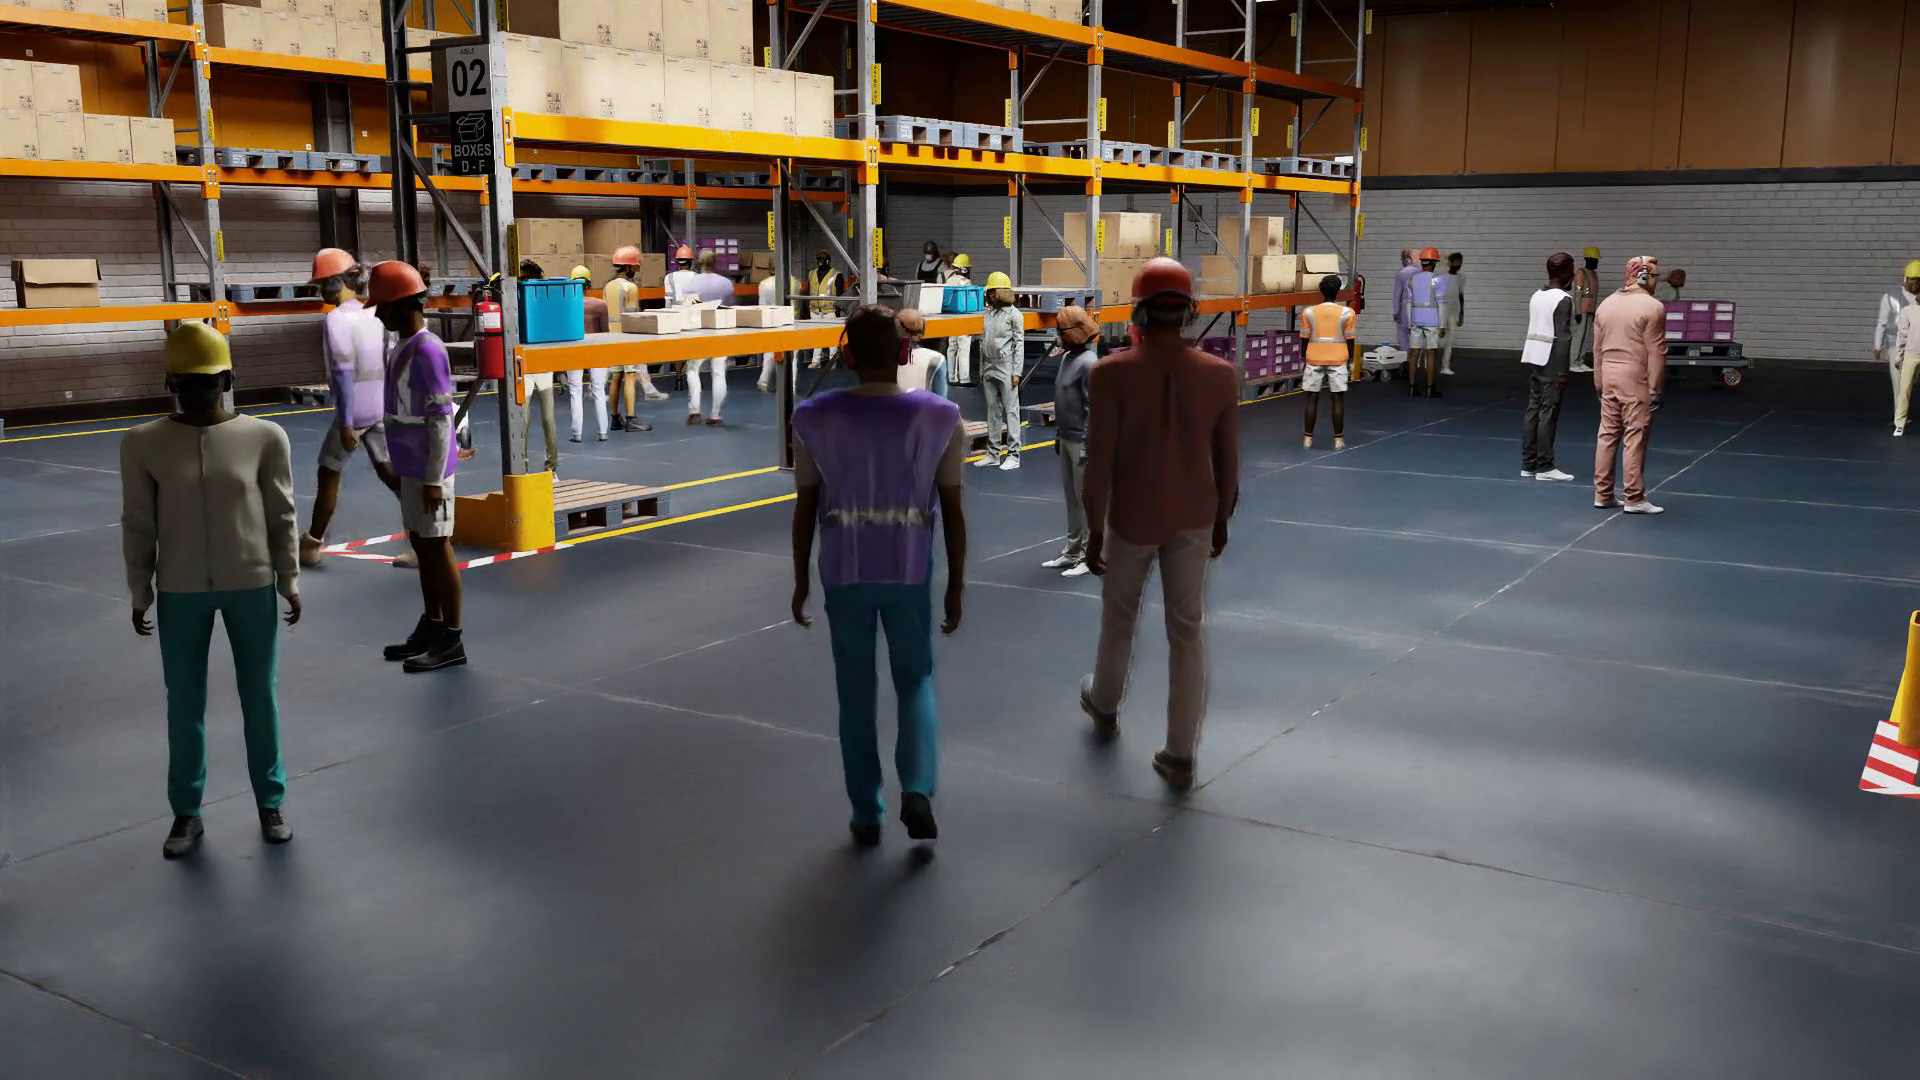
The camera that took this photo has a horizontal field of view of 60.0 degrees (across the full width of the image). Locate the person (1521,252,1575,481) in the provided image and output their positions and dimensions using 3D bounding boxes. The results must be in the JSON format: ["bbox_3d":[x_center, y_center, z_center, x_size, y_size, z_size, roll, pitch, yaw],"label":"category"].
[{"bbox_3d":[4.983,-1.467,14.099,0.394,1.919,0.590,-1,10,-7],"label":"person"}]

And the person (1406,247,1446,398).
[{"bbox_3d":[6.001,-2.794,21.402,0.544,1.937,0.358,10,14,43],"label":"person"}]

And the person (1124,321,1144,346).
[{"bbox_3d":[2.495,-2.888,22.410,0.559,1.750,0.410,5,12,28],"label":"person"}]

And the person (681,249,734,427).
[{"bbox_3d":[-2.771,-2.187,18.092,0.627,1.915,0.663,-6,12,-31],"label":"person"}]

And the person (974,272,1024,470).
[{"bbox_3d":[0.344,-1.497,14.749,0.303,1.743,0.494,-10,14,-43],"label":"person"}]

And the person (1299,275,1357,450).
[{"bbox_3d":[3.545,-1.709,16.073,0.544,1.692,0.318,3,11,18],"label":"person"}]

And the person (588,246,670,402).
[{"bbox_3d":[-4.210,-2.693,20.817,0.996,1.953,0.637,-2,10,-13],"label":"person"}]

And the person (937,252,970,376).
[{"bbox_3d":[-0.111,-3.363,24.825,0.506,1.839,0.343,7,13,36],"label":"person"}]

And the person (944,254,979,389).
[{"bbox_3d":[0.017,-2.968,22.649,0.404,1.834,0.591,-7,12,-34],"label":"person"}]

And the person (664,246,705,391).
[{"bbox_3d":[-3.691,-2.974,22.401,0.553,1.934,0.356,-1,10,-6],"label":"person"}]

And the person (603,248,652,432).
[{"bbox_3d":[-3.539,-2.114,17.631,0.547,1.938,0.379,10,14,43],"label":"person"}]

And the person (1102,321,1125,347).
[{"bbox_3d":[2.922,-4.613,31.473,0.635,1.937,0.360,-1,10,-7],"label":"person"}]

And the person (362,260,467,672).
[{"bbox_3d":[-2.568,-0.341,7.840,0.384,1.927,0.544,-6,12,-31],"label":"person"}]

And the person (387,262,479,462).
[{"bbox_3d":[-4.816,-1.567,14.853,0.961,1.833,0.610,-4,11,-20],"label":"person"}]

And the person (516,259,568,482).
[{"bbox_3d":[-3.501,-1.368,13.688,0.535,1.868,0.309,-2,10,-11],"label":"person"}]

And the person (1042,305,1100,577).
[{"bbox_3d":[0.693,-0.594,10.048,0.279,1.633,0.498,-3,11,-17],"label":"person"}]

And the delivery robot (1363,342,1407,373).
[{"bbox_3d":[6.124,-2.613,23.970,0.707,0.478,0.477,-9,14,-41],"label":"delivery robot"}]

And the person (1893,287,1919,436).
[{"bbox_3d":[9.892,-1.861,17.100,0.499,1.629,0.271,5,12,27],"label":"person"}]

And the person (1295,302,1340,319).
[{"bbox_3d":[5.610,-3.575,26.176,0.933,1.772,0.674,-7,13,-36],"label":"person"}]

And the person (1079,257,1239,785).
[{"bbox_3d":[0.754,-0.106,6.462,0.659,1.942,0.996,-2,10,-9],"label":"person"}]

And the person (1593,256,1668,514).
[{"bbox_3d":[5.008,-1.149,12.385,0.401,1.905,0.642,-4,11,-21],"label":"person"}]

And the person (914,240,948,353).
[{"bbox_3d":[-0.520,-4.135,28.544,0.703,2.000,0.588,7,12,33],"label":"person"}]

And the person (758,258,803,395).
[{"bbox_3d":[-2.387,-2.813,21.921,0.628,1.789,0.967,-4,11,-23],"label":"person"}]

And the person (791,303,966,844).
[{"bbox_3d":[-0.271,0.137,5.502,0.569,1.821,0.429,-1,10,-7],"label":"person"}]

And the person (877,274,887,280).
[{"bbox_3d":[-0.937,-2.201,18.936,0.308,1.641,0.510,-4,11,-22],"label":"person"}]

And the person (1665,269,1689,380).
[{"bbox_3d":[10.237,-3.124,24.137,0.689,1.611,0.518,3,11,18],"label":"person"}]

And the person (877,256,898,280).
[{"bbox_3d":[-0.929,-2.392,19.437,0.626,1.844,0.429,1,10,7],"label":"person"}]

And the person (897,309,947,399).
[{"bbox_3d":[-0.342,-0.677,10.664,0.532,1.597,0.870,-1,10,-8],"label":"person"}]

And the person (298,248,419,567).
[{"bbox_3d":[-3.714,-0.797,10.243,1.096,1.975,0.620,1,10,8],"label":"person"}]

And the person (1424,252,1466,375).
[{"bbox_3d":[7.340,-3.419,25.133,0.576,1.841,0.518,-3,11,-17],"label":"person"}]

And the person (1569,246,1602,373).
[{"bbox_3d":[9.623,-3.534,25.527,0.384,1.925,0.593,10,14,43],"label":"person"}]

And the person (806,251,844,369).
[{"bbox_3d":[-2.142,-3.605,26.161,0.627,1.844,0.429,4,11,21],"label":"person"}]

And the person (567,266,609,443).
[{"bbox_3d":[-3.781,-1.861,16.701,0.528,1.767,0.329,-4,11,-20],"label":"person"}]

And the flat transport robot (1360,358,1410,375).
[{"bbox_3d":[6.104,-2.640,25.161,0.652,0.197,1.431,-7,12,-34],"label":"flat transport robot"}]

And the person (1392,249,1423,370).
[{"bbox_3d":[7.059,-3.585,25.948,0.757,1.882,0.577,-3,11,-14],"label":"person"}]

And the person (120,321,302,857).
[{"bbox_3d":[-2.455,0.164,5.489,0.533,1.765,0.330,-4,11,-22],"label":"person"}]

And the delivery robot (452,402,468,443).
[{"bbox_3d":[-4.883,-1.136,15.784,0.477,0.478,0.707,-2,10,-9],"label":"delivery robot"}]

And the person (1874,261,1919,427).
[{"bbox_3d":[10.301,-2.108,18.005,0.627,1.785,0.747,3,11,14],"label":"person"}]
